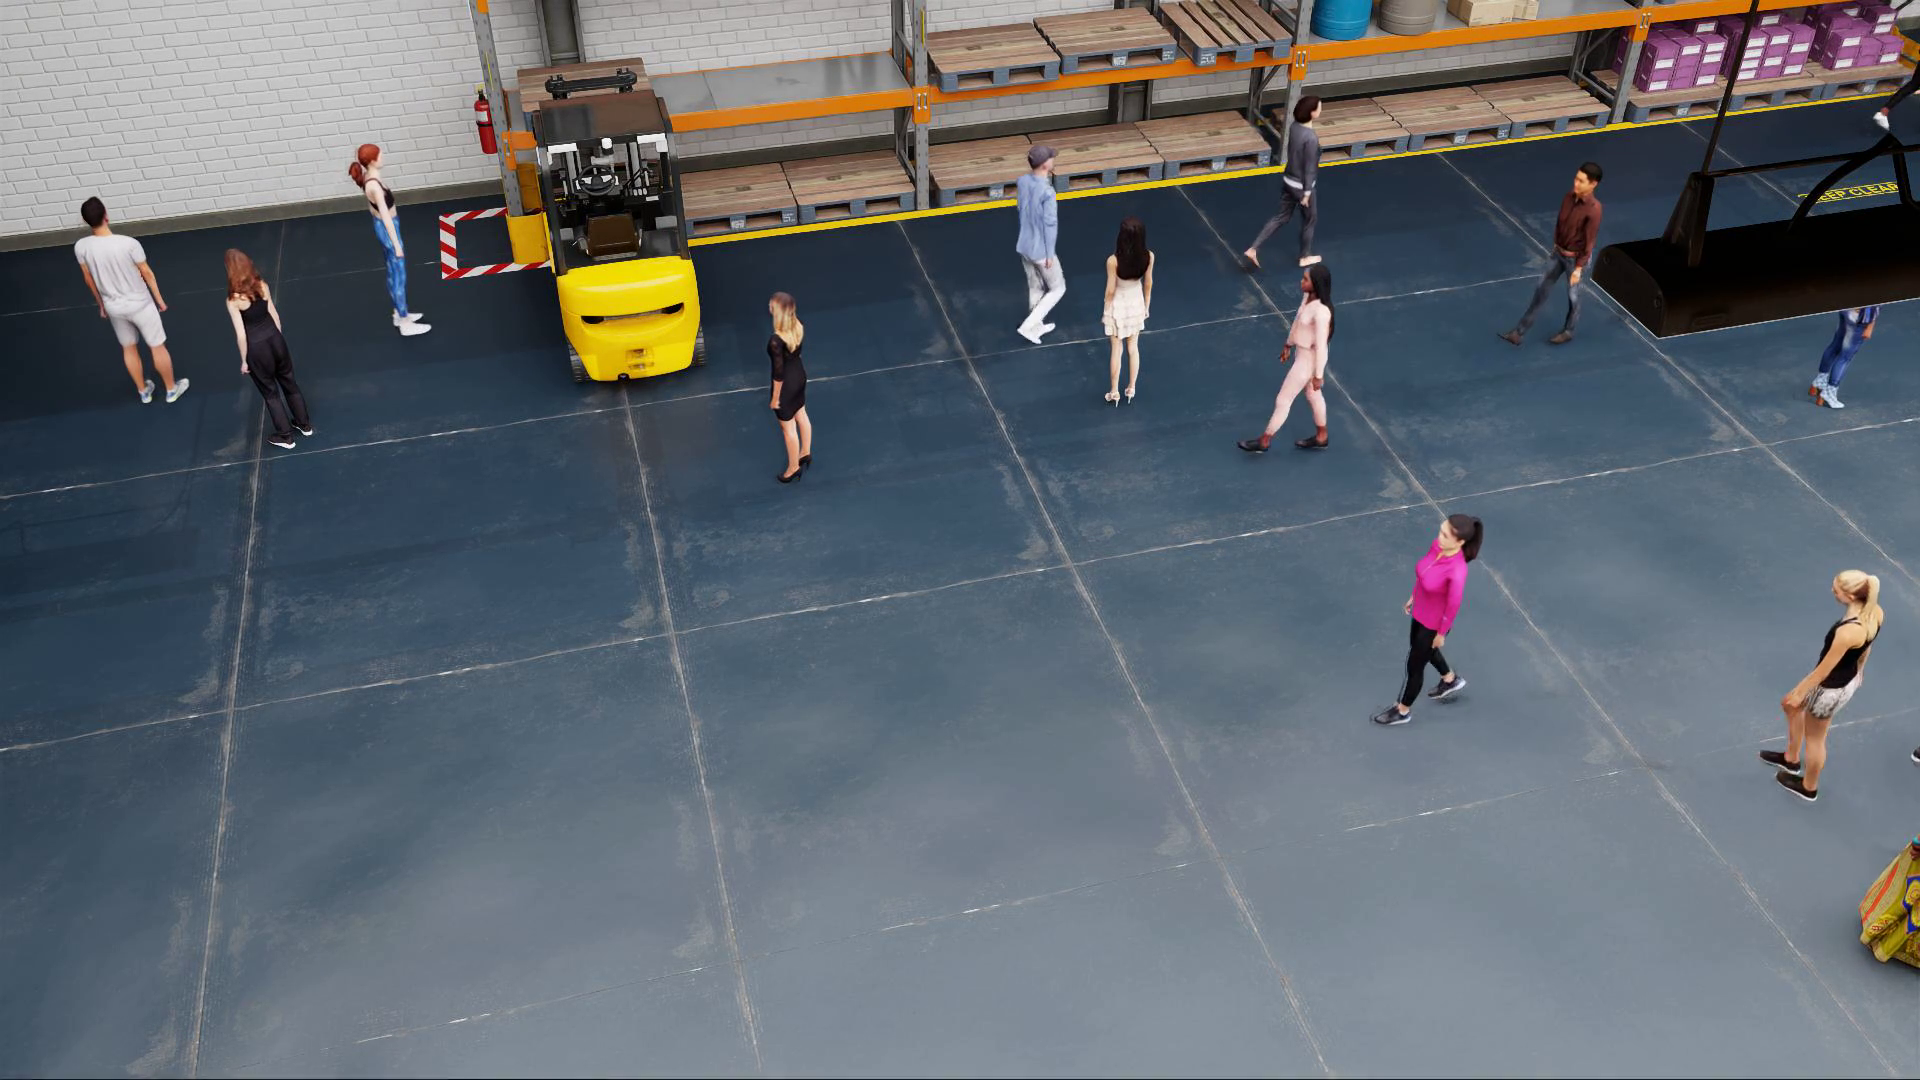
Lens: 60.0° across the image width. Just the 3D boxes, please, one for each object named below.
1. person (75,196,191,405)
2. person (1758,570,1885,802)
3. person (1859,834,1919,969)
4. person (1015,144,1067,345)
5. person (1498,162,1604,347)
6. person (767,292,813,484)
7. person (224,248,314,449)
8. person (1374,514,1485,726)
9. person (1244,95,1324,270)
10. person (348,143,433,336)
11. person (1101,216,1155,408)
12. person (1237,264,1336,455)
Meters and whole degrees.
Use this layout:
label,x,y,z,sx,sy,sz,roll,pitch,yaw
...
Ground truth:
label,x,y,z,sx,sy,sz,roll,pitch,yaw
person,-6.870,-1.960,13.727,0.567,1.855,0.780,-3,39,-4
person,5.385,0.933,10.127,0.765,1.827,0.852,-26,45,-28
person,5.550,1.775,9.215,0.999,1.659,1.030,26,45,28
person,0.625,-2.527,14.421,0.885,1.876,0.807,-26,45,-29
person,5.369,-2.453,14.428,1.065,1.750,0.780,-16,41,-19
person,-1.324,-1.188,12.904,0.643,1.677,0.609,15,41,18
person,-5.553,-1.533,13.280,0.721,1.746,0.662,20,43,23
person,3.121,0.489,10.801,0.928,1.690,0.683,-4,39,-5
person,3.084,-3.301,15.493,1.092,1.747,0.758,-18,42,-21
person,-5.033,-2.655,14.661,0.650,1.786,0.634,-20,43,-23
person,1.370,-1.875,13.716,0.459,1.736,0.626,-11,40,-13
person,2.842,-1.399,13.157,1.074,1.690,0.817,-1,39,-1
